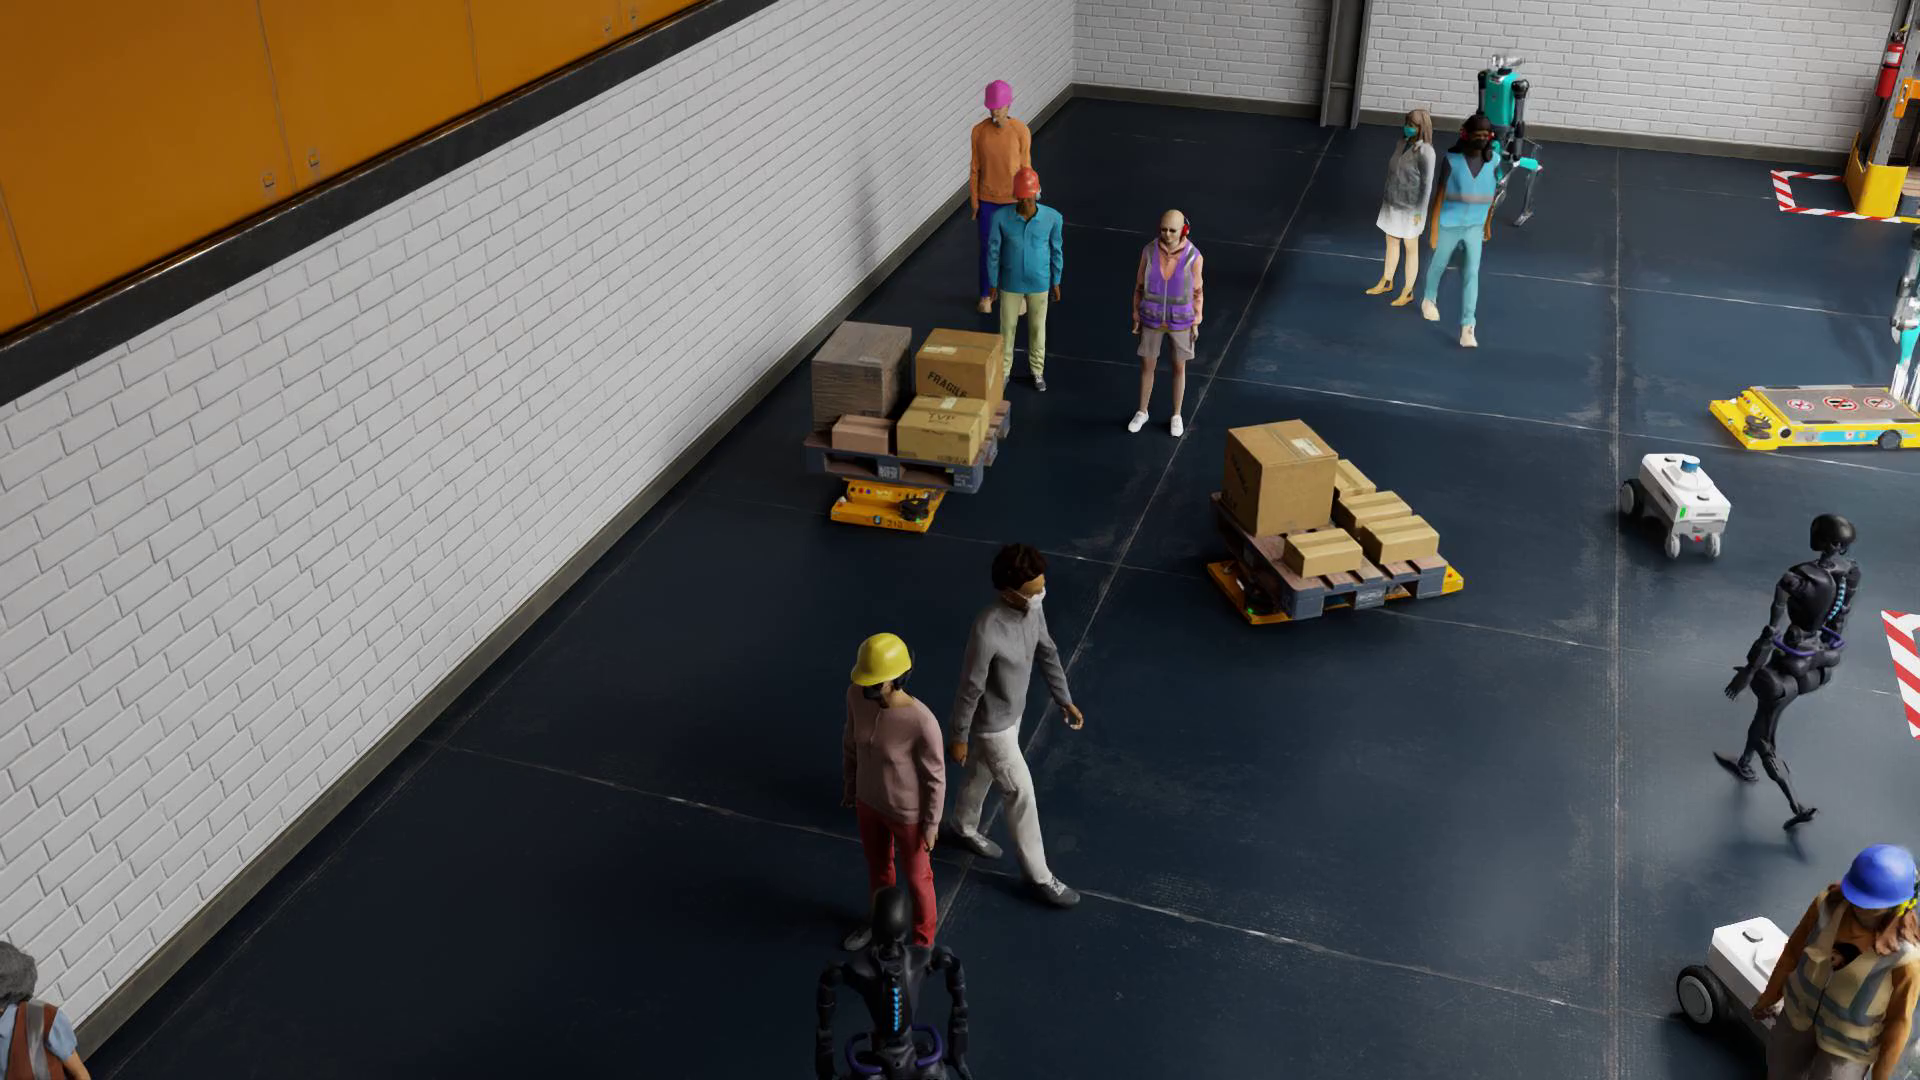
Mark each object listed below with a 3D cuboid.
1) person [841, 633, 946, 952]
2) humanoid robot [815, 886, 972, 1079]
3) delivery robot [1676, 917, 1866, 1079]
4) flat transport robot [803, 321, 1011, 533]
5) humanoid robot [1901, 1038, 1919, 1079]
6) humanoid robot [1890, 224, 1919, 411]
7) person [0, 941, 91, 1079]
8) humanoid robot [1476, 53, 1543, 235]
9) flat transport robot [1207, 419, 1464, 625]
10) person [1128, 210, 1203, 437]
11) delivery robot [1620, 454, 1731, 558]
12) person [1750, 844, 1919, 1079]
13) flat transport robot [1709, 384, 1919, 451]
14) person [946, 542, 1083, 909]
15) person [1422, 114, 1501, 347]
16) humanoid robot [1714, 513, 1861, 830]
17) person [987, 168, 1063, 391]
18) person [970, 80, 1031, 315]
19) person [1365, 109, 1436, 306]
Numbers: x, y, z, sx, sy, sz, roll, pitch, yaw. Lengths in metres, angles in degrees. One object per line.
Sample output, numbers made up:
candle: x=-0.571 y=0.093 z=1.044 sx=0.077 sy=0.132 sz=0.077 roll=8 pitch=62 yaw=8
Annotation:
person: x=-0.305 y=1.150 z=7.191 sx=0.534 sy=1.767 sz=0.314 roll=22 pitch=37 yaw=33
humanoid robot: x=-0.231 y=1.952 z=5.963 sx=0.608 sy=1.634 sz=0.753 roll=-6 pitch=31 yaw=-10
delivery robot: x=3.481 y=1.953 z=7.007 sx=0.499 sy=0.581 sz=0.774 roll=-9 pitch=32 yaw=-15
flat transport robot: x=-0.363 y=-0.502 z=11.480 sx=0.659 sy=0.231 sz=1.431 roll=8 pitch=31 yaw=13
humanoid robot: x=2.843 y=2.179 z=5.503 sx=0.569 sy=1.802 sz=0.863 roll=-26 pitch=39 yaw=-36
humanoid robot: x=6.939 y=-1.600 z=11.919 sx=0.548 sy=1.827 sz=0.674 roll=14 pitch=33 yaw=22
person: x=-3.192 y=2.047 z=5.740 sx=0.446 sy=1.686 sz=0.315 roll=-9 pitch=32 yaw=-15
humanoid robot: x=5.196 y=-3.688 z=15.492 sx=1.009 sy=1.765 sz=0.530 roll=-18 pitch=35 yaw=-28
flat transport robot: x=2.323 y=0.185 z=10.310 sx=1.431 sy=0.231 sz=0.659 roll=-9 pitch=32 yaw=-14
person: x=1.473 y=-1.539 z=11.836 sx=0.490 sy=1.693 sz=0.343 roll=8 pitch=31 yaw=14
delivery robot: x=4.677 y=-0.264 z=10.812 sx=0.499 sy=0.614 sz=0.812 roll=-1 pitch=30 yaw=-1
person: x=3.158 y=1.798 z=6.087 sx=0.361 sy=1.764 sz=0.487 roll=-13 pitch=33 yaw=-21
flat transport robot: x=6.327 y=-0.893 z=12.145 sx=1.431 sy=0.231 sz=0.659 roll=-1 pitch=30 yaw=-2
person: x=0.282 y=0.827 z=7.653 sx=0.903 sy=1.858 sz=0.533 roll=15 pitch=34 yaw=23
person: x=4.046 y=-2.525 z=13.401 sx=0.558 sy=1.809 sz=1.004 roll=0 pitch=30 yaw=0
humanoid robot: x=4.155 y=0.631 z=8.199 sx=0.616 sy=1.647 sz=0.704 roll=-12 pitch=33 yaw=-20
person: x=0.484 y=-1.939 z=12.458 sx=0.571 sy=1.749 sz=0.342 roll=0 pitch=30 yaw=0
person: x=0.329 y=-2.823 z=13.753 sx=0.517 sy=1.971 sz=0.404 roll=5 pitch=31 yaw=9
person: x=3.737 y=-2.803 z=14.019 sx=0.337 sy=1.660 sz=0.483 roll=-15 pitch=34 yaw=-24
